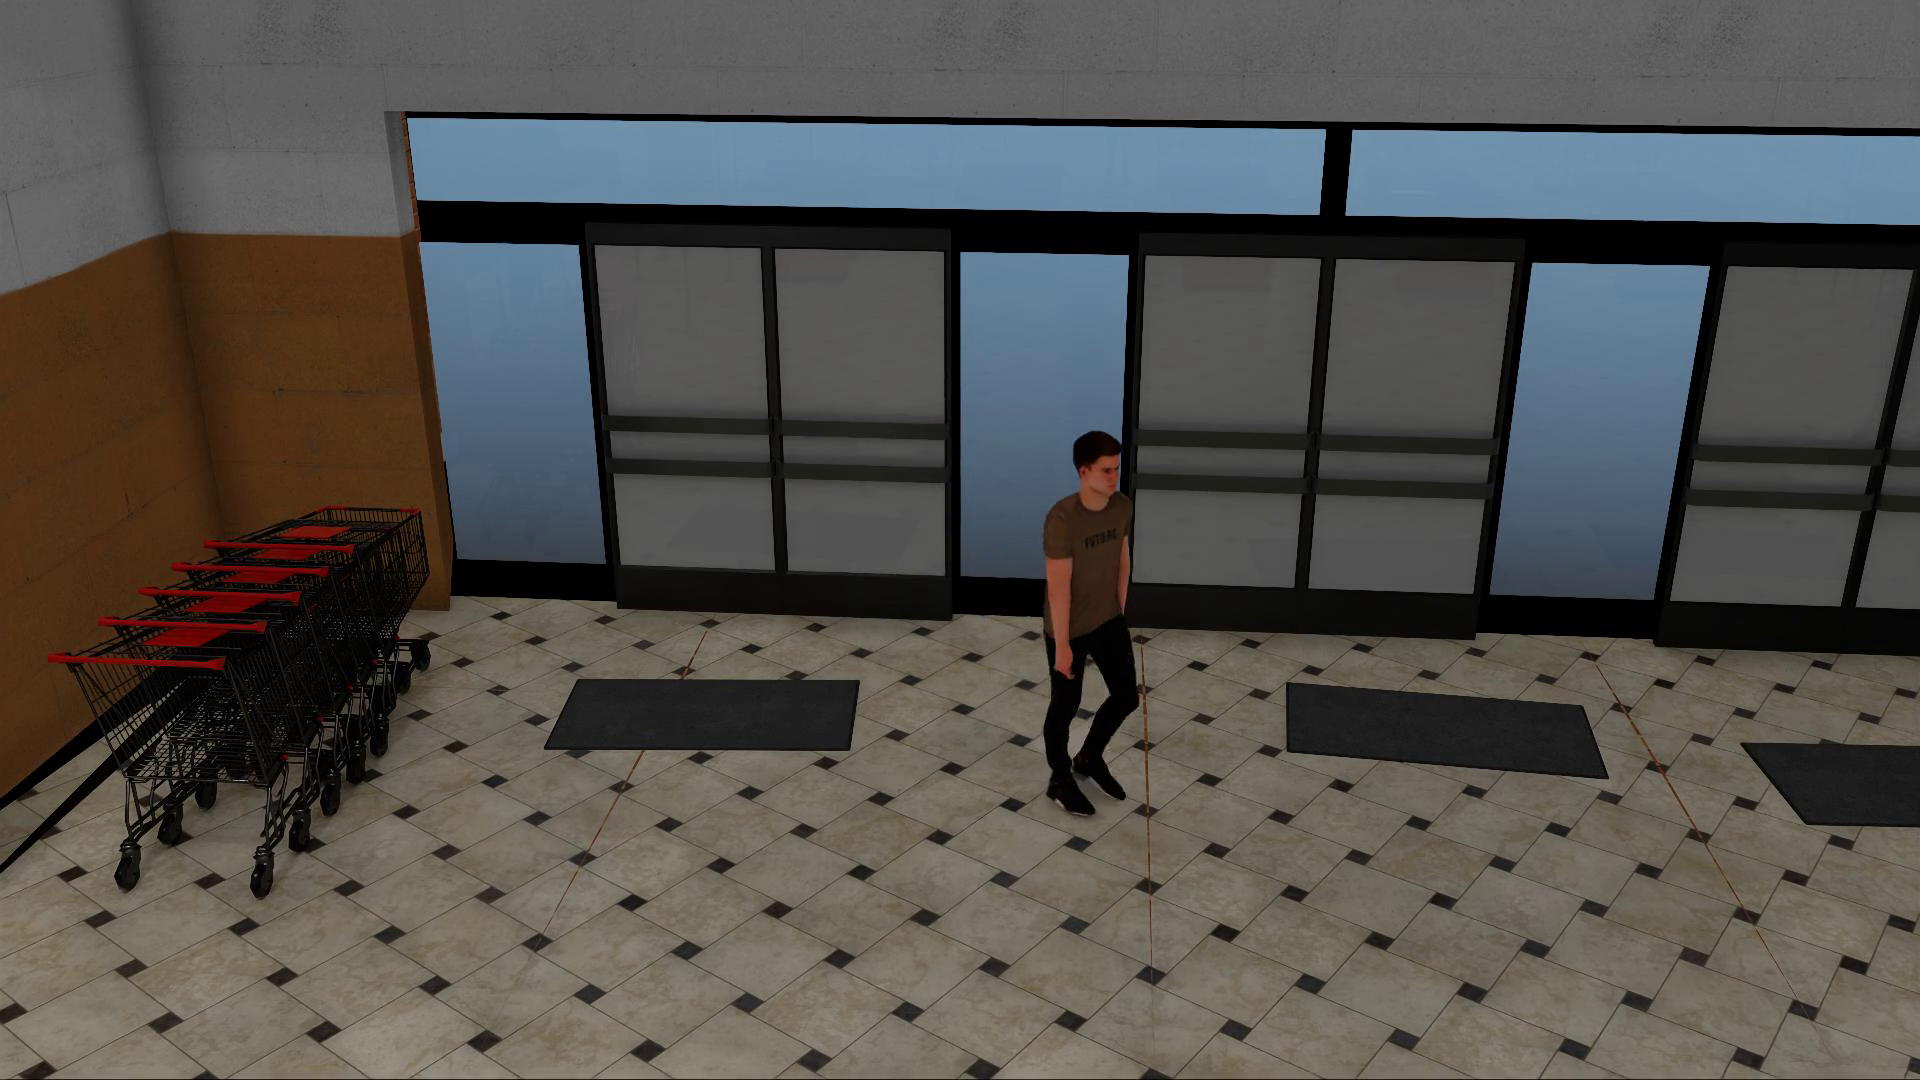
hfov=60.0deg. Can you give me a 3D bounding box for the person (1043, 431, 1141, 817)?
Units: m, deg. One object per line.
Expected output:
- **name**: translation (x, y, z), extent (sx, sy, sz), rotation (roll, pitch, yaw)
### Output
- **person**: translation (0.499, 0.365, 7.537), extent (0.787, 1.840, 0.832), rotation (-15, 26, -32)
